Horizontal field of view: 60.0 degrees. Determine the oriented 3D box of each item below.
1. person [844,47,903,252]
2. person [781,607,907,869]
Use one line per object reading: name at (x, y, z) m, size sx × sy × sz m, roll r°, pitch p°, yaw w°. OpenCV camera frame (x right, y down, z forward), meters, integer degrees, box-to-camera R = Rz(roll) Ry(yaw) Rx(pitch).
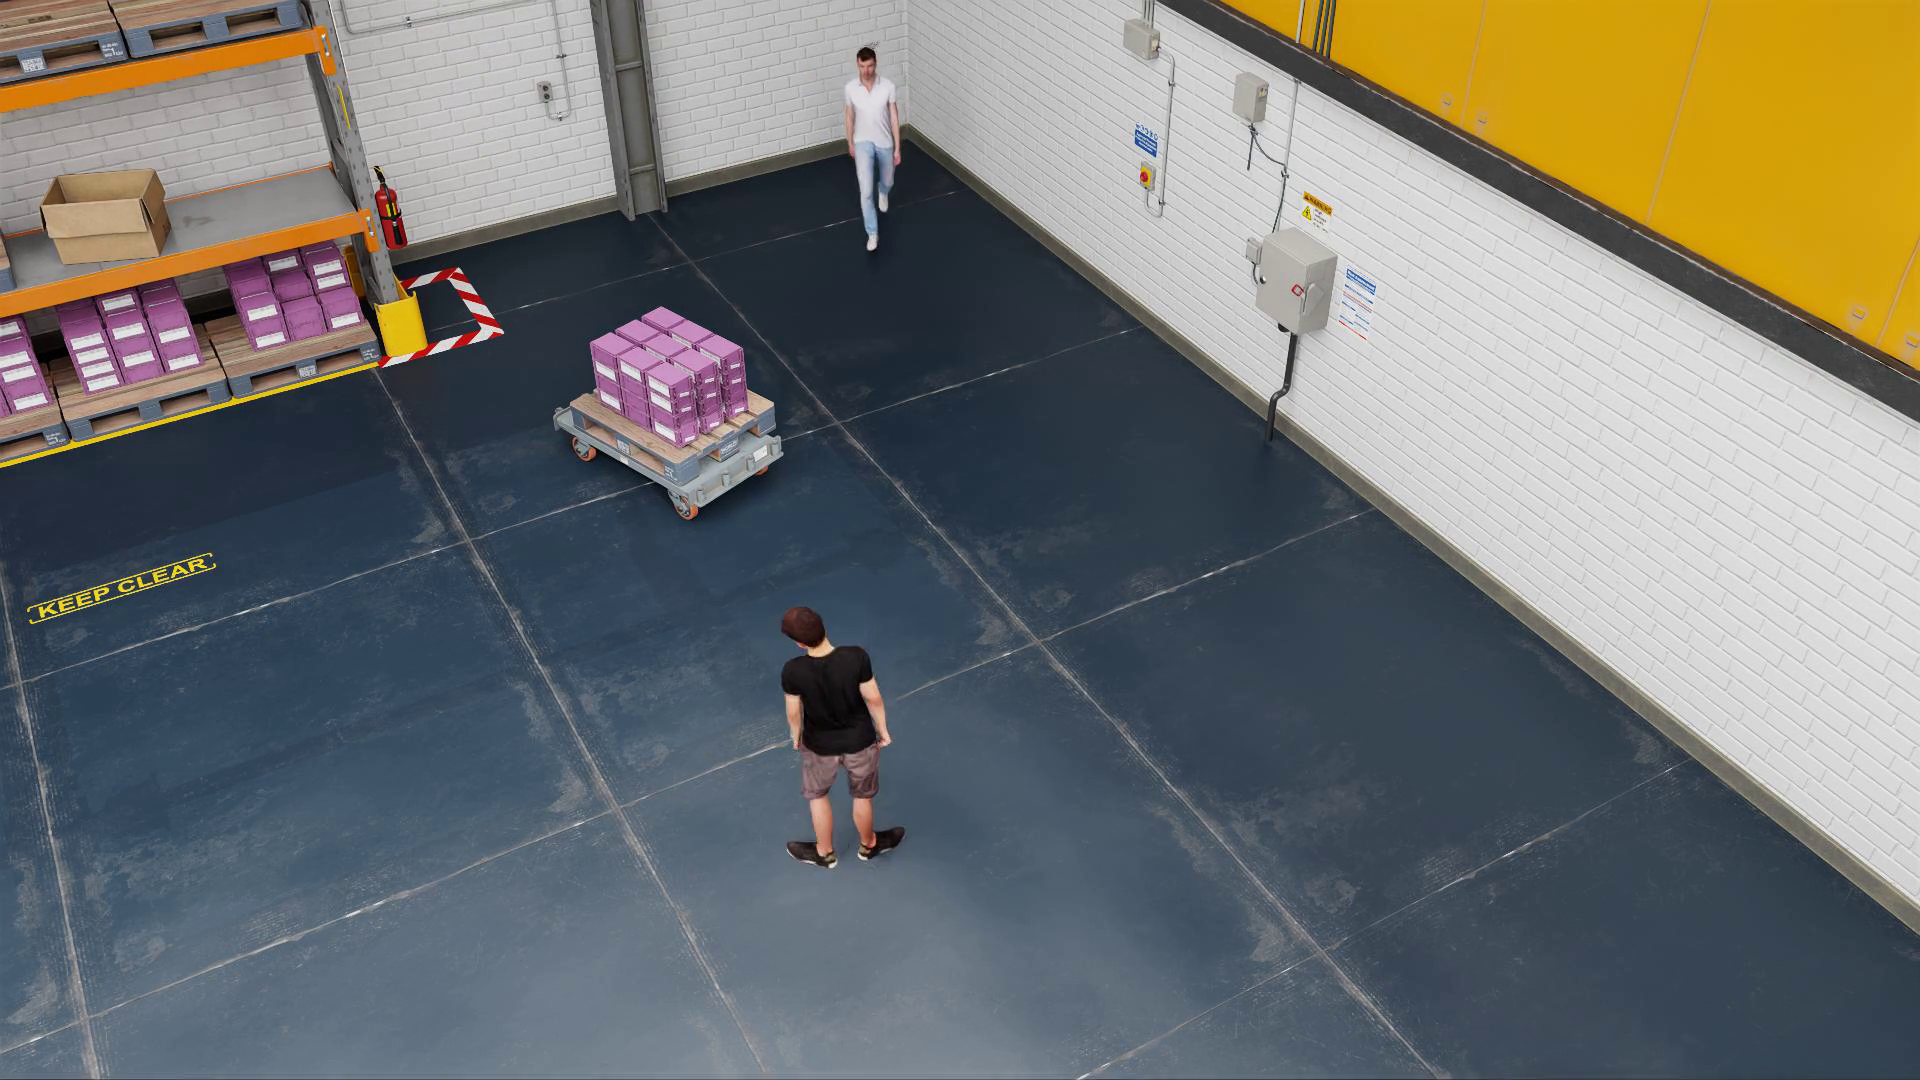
person at (-0.774, -3.636, 15.178) m, size 1.189 × 1.817 × 1.056 m, roll -2°, pitch 39°, yaw -2°
person at (-0.625, 1.114, 9.218) m, size 0.675 × 1.833 × 0.970 m, roll 4°, pitch 39°, yaw 5°
